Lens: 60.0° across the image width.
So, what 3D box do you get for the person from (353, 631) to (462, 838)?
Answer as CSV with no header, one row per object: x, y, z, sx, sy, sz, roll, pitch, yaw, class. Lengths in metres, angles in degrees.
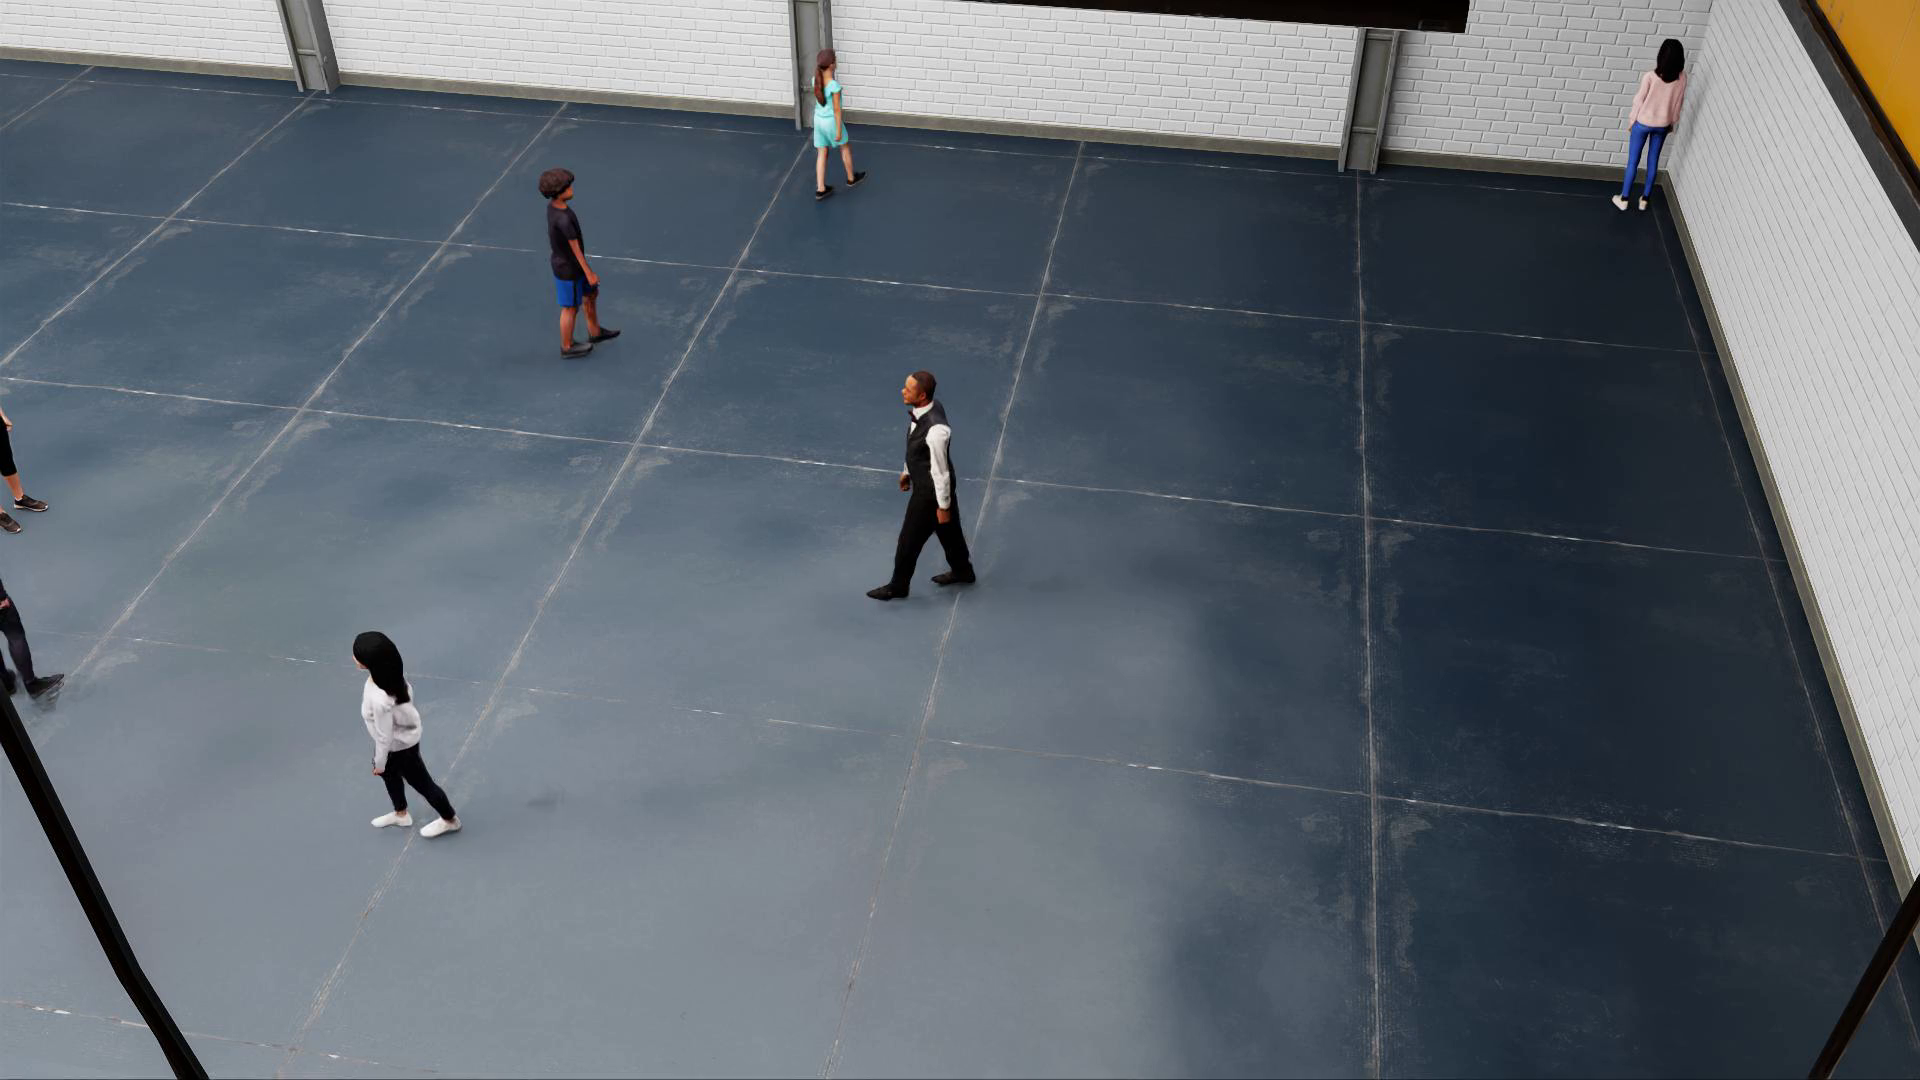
-3.292,1.191,10.054,0.885,1.685,0.785,-9,39,-11,person

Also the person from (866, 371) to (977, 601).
-0.103,-0.383,11.866,1.175,1.883,0.947,-6,39,-7,person

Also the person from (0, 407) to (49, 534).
-7.433,-0.872,12.605,0.554,1.726,0.599,12,40,15,person

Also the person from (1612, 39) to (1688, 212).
6.938,-4.155,16.683,0.507,1.767,0.728,3,39,3,person

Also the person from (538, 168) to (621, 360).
-3.470,-2.356,14.420,0.906,1.780,0.801,-11,40,-13,person

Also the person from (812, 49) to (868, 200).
-1.387,-4.209,16.936,0.913,1.535,0.862,24,45,27,person
